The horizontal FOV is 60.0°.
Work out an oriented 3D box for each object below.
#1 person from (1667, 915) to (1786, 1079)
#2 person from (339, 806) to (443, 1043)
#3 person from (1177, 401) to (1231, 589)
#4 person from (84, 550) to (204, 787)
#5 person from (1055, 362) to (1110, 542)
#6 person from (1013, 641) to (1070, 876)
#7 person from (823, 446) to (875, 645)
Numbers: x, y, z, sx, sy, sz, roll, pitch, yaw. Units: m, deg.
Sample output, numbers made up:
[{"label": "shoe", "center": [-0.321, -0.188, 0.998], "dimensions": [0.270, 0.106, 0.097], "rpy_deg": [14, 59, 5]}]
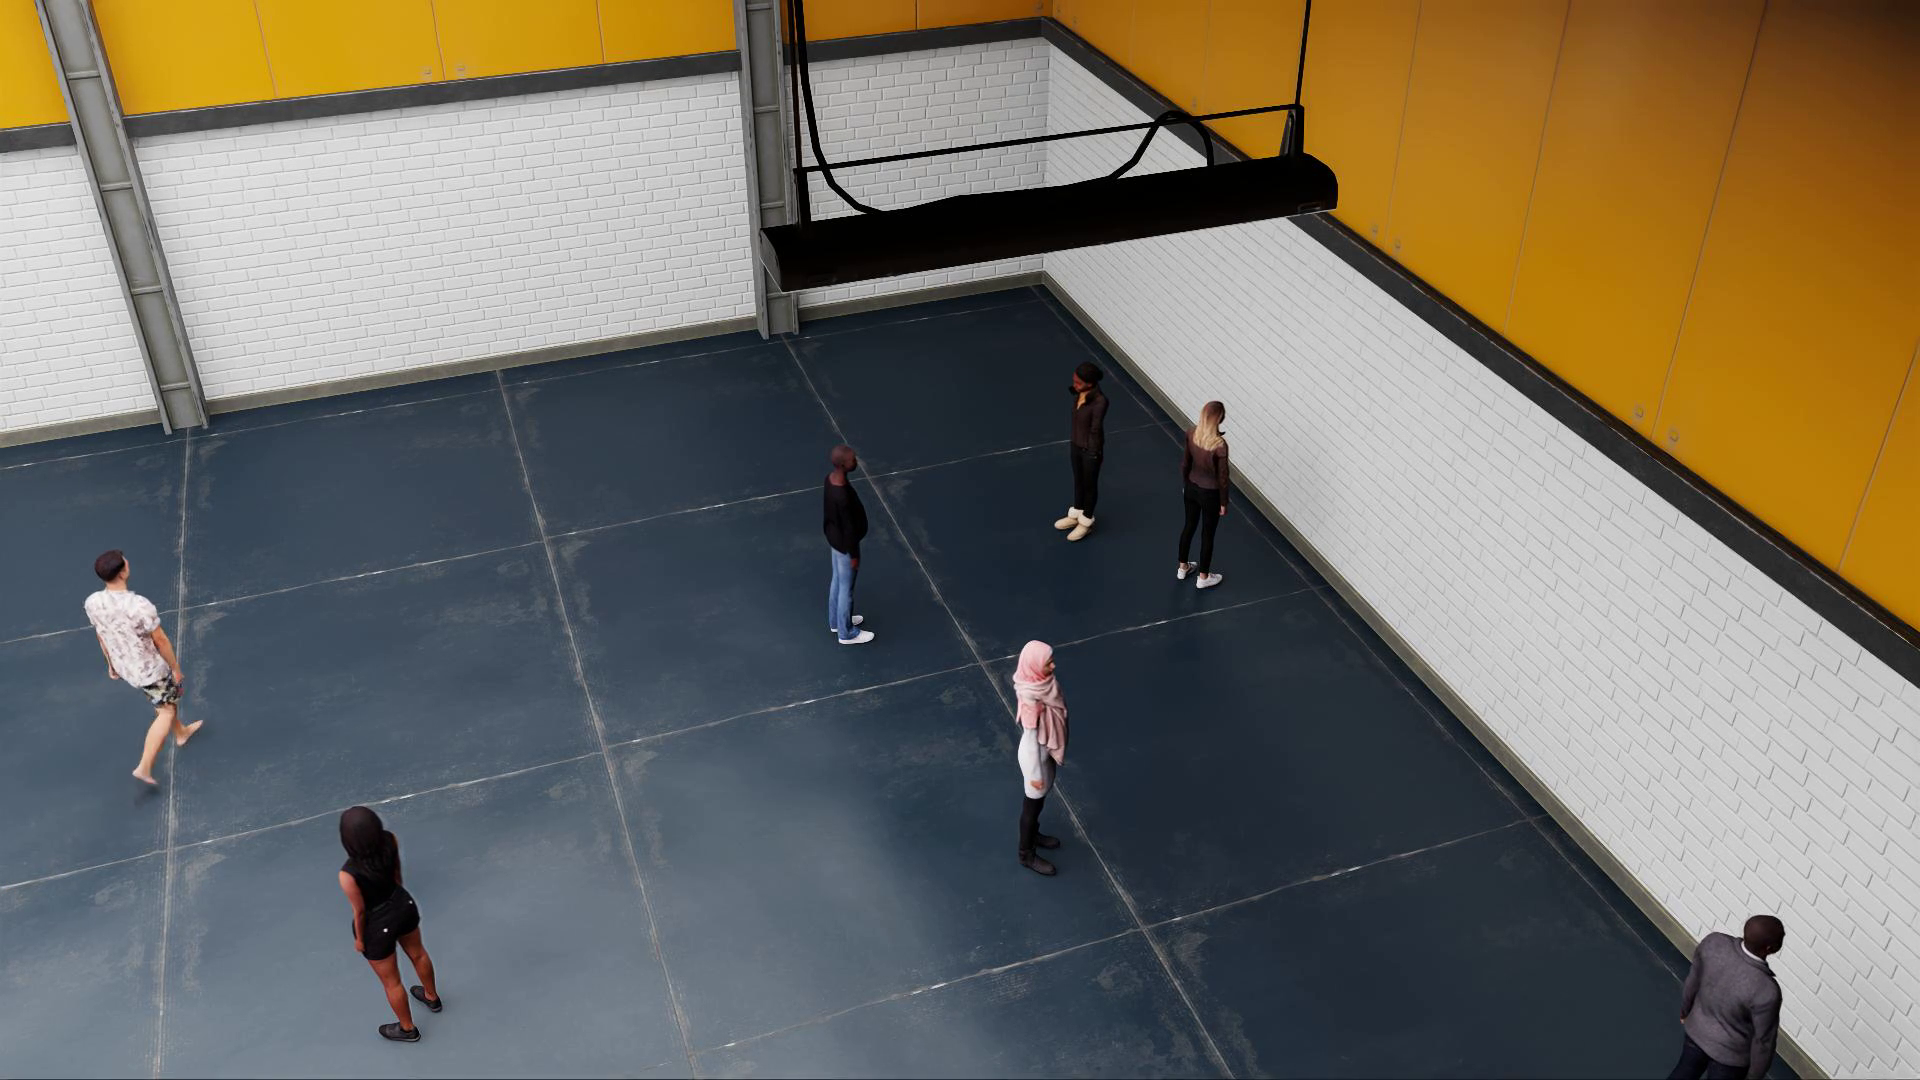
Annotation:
[{"label": "person", "center": [4.093, 2.695, 8.979], "dimensions": [0.553, 1.815, 0.721], "rpy_deg": [-12, 35, -17]}, {"label": "person", "center": [-3.367, 2.233, 9.741], "dimensions": [0.711, 1.740, 0.668], "rpy_deg": [12, 35, 17]}, {"label": "person", "center": [2.005, -0.386, 13.715], "dimensions": [0.631, 1.703, 0.671], "rpy_deg": [-27, 42, -34]}, {"label": "person", "center": [-5.791, 0.910, 11.689], "dimensions": [1.129, 1.788, 1.102], "rpy_deg": [8, 34, 11]}, {"label": "person", "center": [1.110, -0.805, 14.384], "dimensions": [0.671, 1.661, 0.619], "rpy_deg": [-17, 37, -23]}, {"label": "person", "center": [0.507, 1.409, 10.923], "dimensions": [0.762, 1.804, 0.737], "rpy_deg": [6, 34, 9]}, {"label": "person", "center": [-0.918, 0.027, 13.052], "dimensions": [0.522, 1.749, 0.587], "rpy_deg": [-12, 36, -18]}]
